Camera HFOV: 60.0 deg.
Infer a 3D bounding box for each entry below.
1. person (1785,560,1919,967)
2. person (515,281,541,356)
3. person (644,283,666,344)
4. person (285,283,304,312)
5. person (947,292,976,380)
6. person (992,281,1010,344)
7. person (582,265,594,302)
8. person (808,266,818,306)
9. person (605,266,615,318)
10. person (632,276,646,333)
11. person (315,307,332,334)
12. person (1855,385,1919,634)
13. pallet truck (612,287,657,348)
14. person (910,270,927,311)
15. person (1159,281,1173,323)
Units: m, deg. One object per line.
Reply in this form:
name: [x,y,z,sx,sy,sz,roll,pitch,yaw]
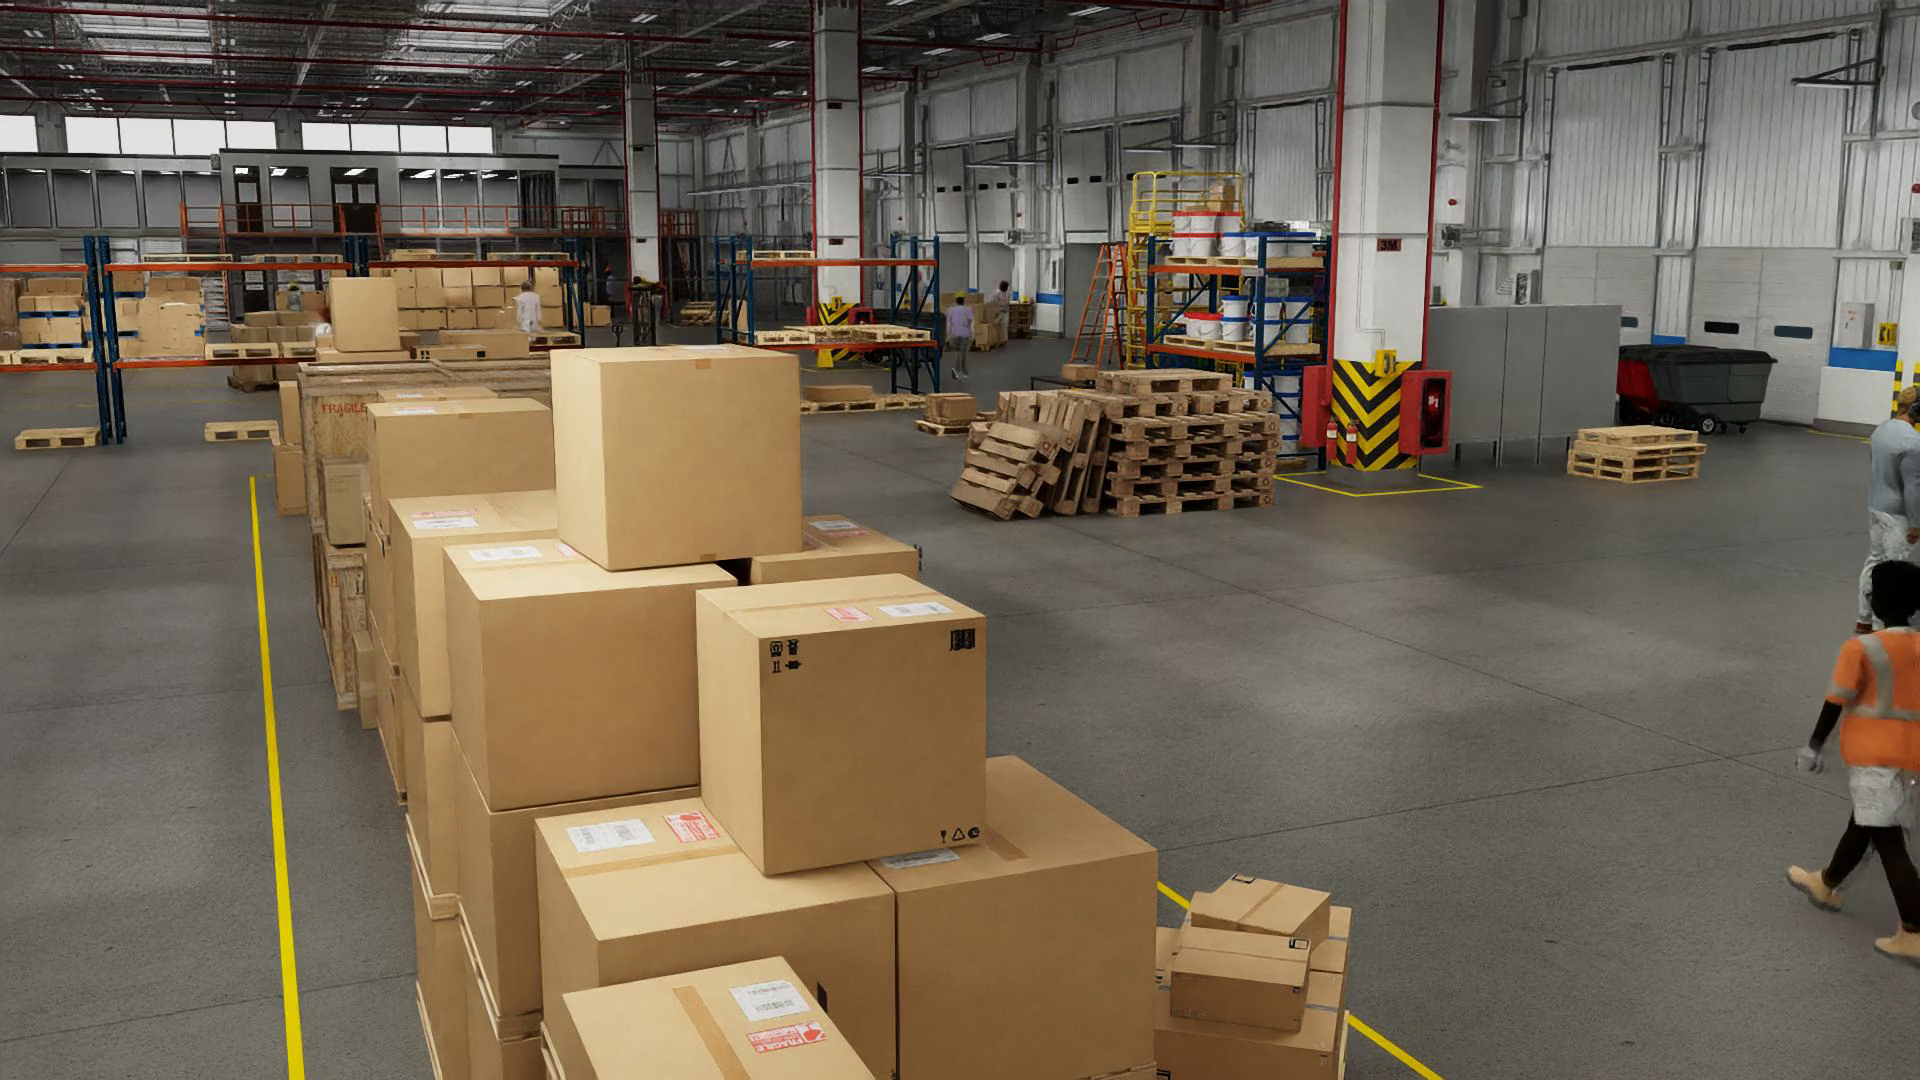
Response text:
person: [3.890,0.904,7.081,0.541,1.646,0.868,-4,11,-19]
person: [-10.806,-5.492,41.586,0.647,1.923,0.446,-10,14,-42]
person: [-7.920,-5.780,43.399,0.550,1.843,0.626,4,11,21]
person: [-19.501,-6.669,48.717,0.545,1.704,0.386,1,10,7]
person: [-0.014,-4.367,35.550,0.589,1.872,0.931,5,12,27]
person: [1.147,-6.520,47.636,0.617,1.810,0.887,-6,12,-31]
person: [-15.705,-10.668,70.274,0.601,1.859,0.738,-6,12,-30]
person: [-5.634,-9.876,65.785,0.644,1.905,0.938,-5,11,-25]
person: [-13.294,-9.395,63.066,0.364,1.935,0.553,-2,10,-9]
person: [-10.019,-7.312,51.888,0.431,1.835,0.624,3,11,14]
person: [-10.882,-3.083,28.600,0.588,1.831,1.003,9,14,41]
person: [6.963,-0.190,12.371,0.380,1.929,0.634,0,10,2]
pallet truck: [-6.464,-4.406,35.401,0.823,1.965,1.885,6,12,32]
person: [-1.401,-7.981,55.267,0.604,1.955,1.028,-3,11,-16]
person: [5.243,-5.611,42.244,0.371,1.926,0.584,4,11,22]
